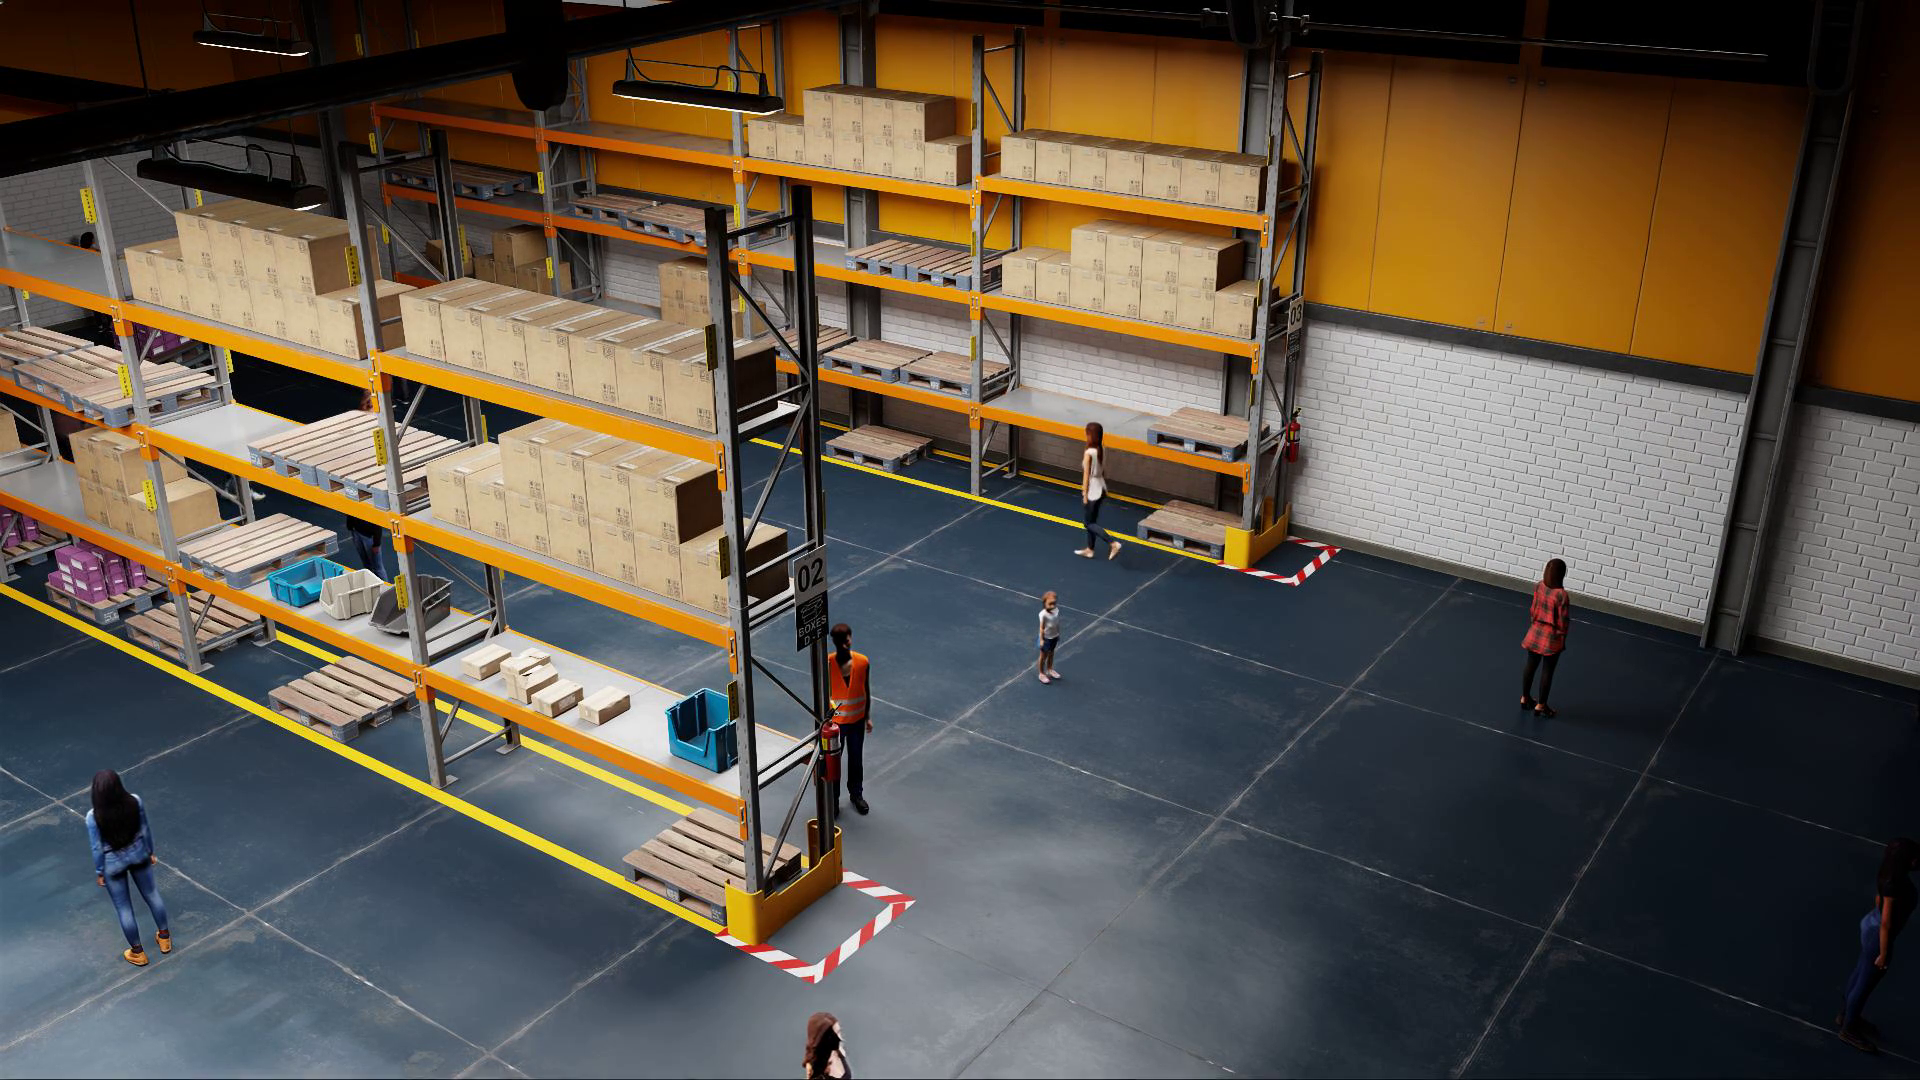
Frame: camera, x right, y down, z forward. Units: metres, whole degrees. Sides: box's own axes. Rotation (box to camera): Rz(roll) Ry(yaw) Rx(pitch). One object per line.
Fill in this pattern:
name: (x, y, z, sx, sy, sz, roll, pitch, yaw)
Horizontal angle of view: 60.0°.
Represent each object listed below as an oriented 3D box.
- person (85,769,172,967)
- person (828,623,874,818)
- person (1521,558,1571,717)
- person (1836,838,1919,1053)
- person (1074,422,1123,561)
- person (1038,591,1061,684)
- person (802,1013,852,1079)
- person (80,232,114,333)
person: (-6.572, 2.560, 13.109, 0.552, 1.712, 0.625, 19, 30, 36)
person: (-1.053, 1.600, 15.085, 0.786, 1.888, 0.826, -7, 25, -16)
person: (5.911, 0.966, 16.765, 0.759, 1.703, 0.643, -12, 26, -25)
person: (6.752, 2.931, 12.225, 0.562, 1.739, 0.596, 11, 26, 24)
person: (1.710, -0.555, 20.160, 0.896, 1.771, 0.617, 14, 27, 29)
person: (0.934, 1.000, 17.541, 0.459, 1.020, 0.475, -19, 30, -37)
person: (-0.837, 3.696, 10.465, 0.617, 1.748, 0.630, 7, 25, 16)
person: (-15.201, -4.553, 29.308, 0.644, 1.770, 0.753, 2, 24, 4)
